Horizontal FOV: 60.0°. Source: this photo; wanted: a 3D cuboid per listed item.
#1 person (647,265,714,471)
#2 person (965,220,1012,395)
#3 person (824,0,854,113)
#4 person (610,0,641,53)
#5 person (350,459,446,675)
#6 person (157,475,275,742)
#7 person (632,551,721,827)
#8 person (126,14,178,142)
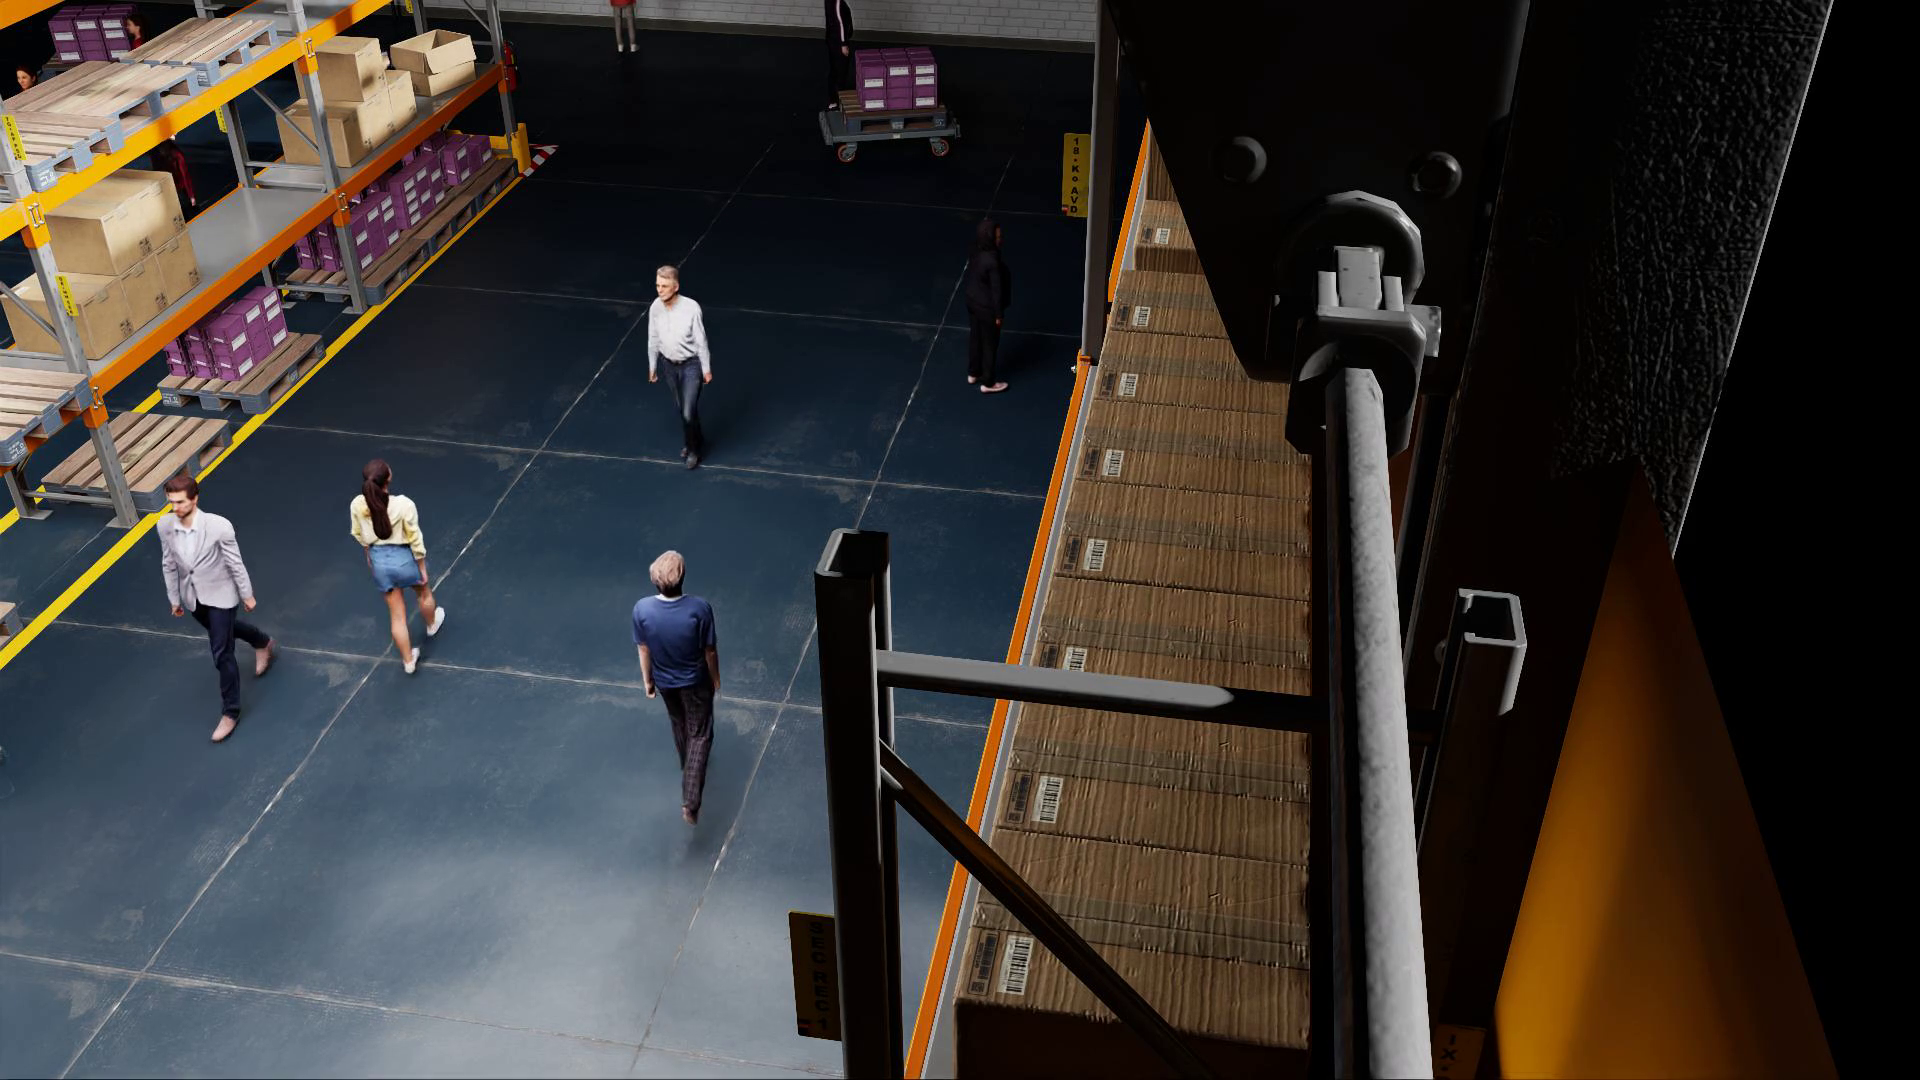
[{"bbox_3d":[-2.285,-1.503,13.941,0.739,1.801,0.773,12,35,18],"label":"person"},{"bbox_3d":[0.230,-2.112,15.029,0.825,1.612,0.751,-17,37,-24],"label":"person"},{"bbox_3d":[-1.557,-6.291,21.112,0.816,1.837,0.695,-11,35,-16],"label":"person"},{"bbox_3d":[-4.776,-7.624,23.497,0.546,1.417,0.500,1,34,2],"label":"person"},{"bbox_3d":[-3.932,0.223,11.521,0.776,1.605,0.971,-2,34,-3],"label":"person"},{"bbox_3d":[-4.983,0.331,11.169,0.690,1.815,1.192,6,34,9],"label":"person"},{"bbox_3d":[-1.731,0.929,10.244,0.734,1.842,1.101,2,34,2],"label":"person"},{"bbox_3d":[-9.966,-5.702,20.485,0.714,1.551,0.652,-9,35,-13],"label":"person"}]
